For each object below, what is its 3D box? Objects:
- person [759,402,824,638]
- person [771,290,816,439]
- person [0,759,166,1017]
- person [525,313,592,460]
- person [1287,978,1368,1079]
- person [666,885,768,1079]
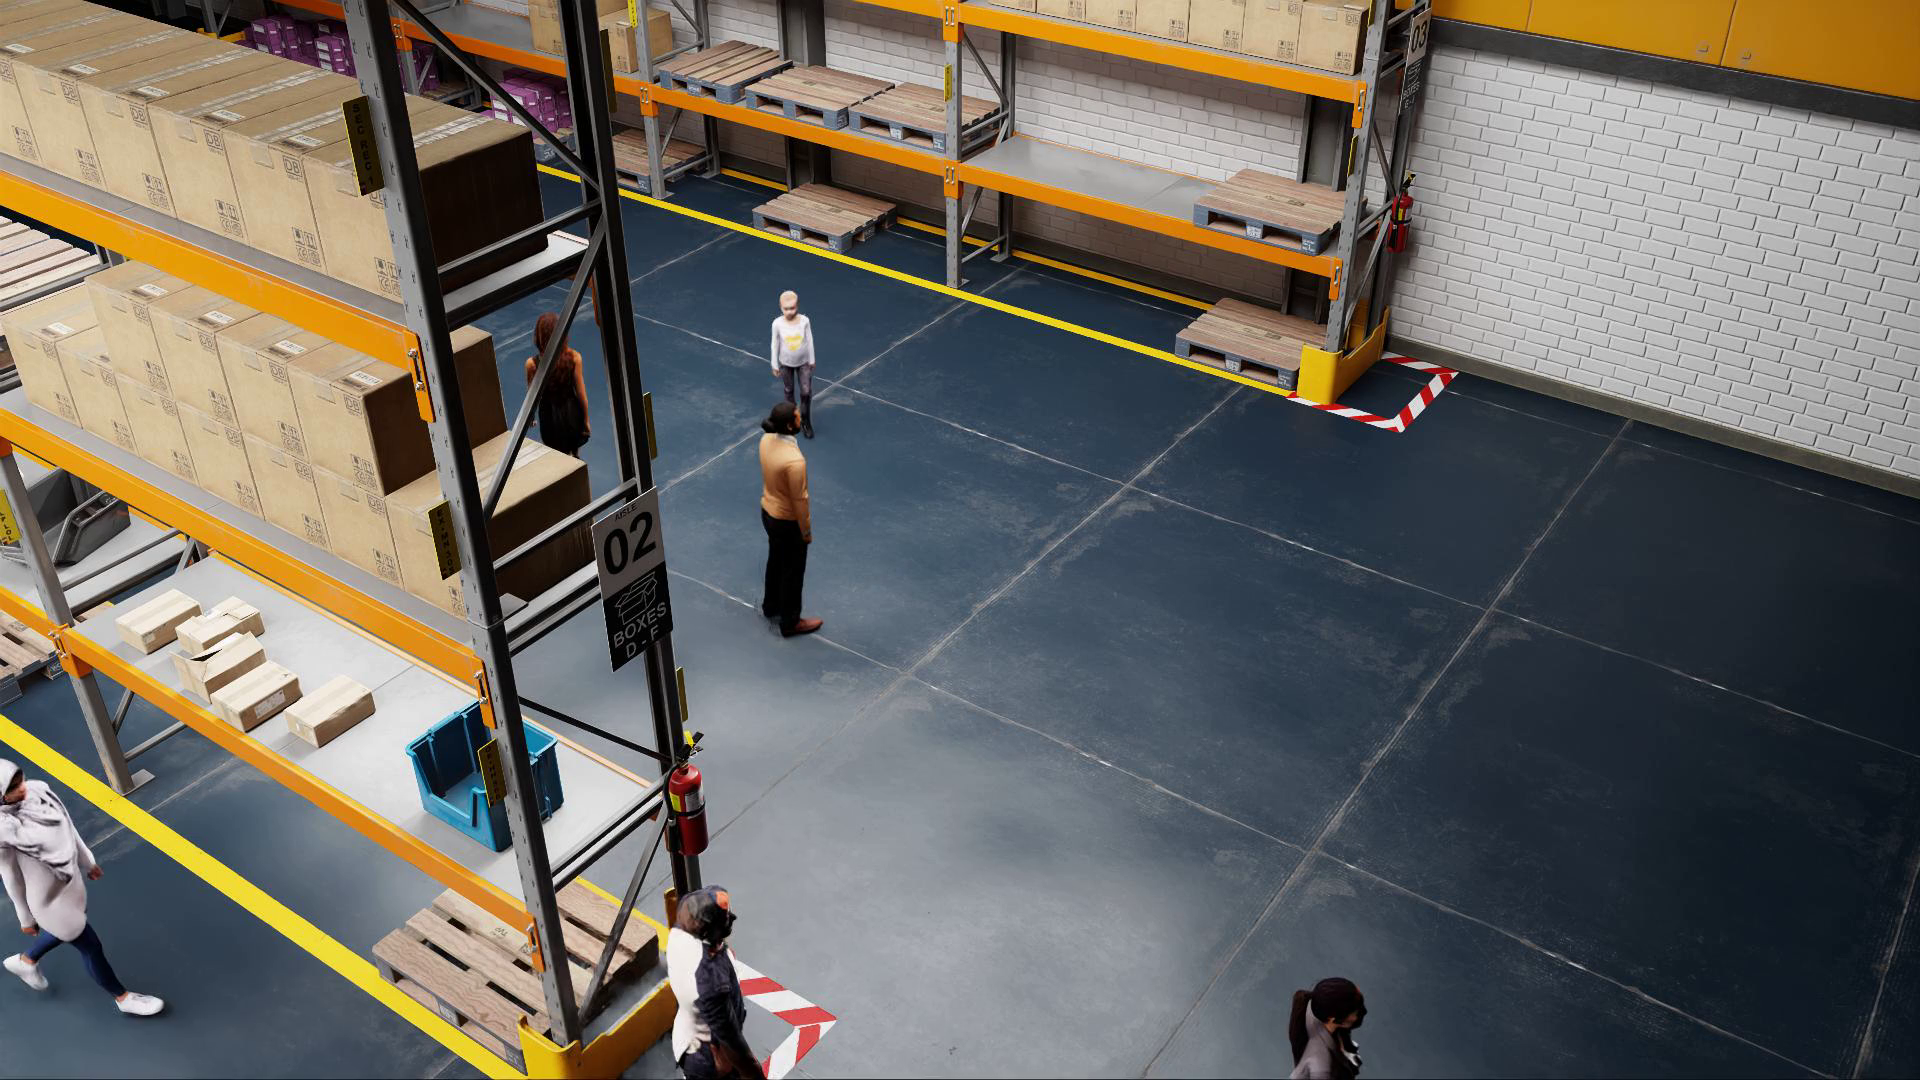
[{"bbox_3d":[-1.202,-0.148,11.369,0.789,1.746,0.637,-19,38,-27],"label":"person"},{"bbox_3d":[-1.387,-1.513,13.855,0.672,1.269,0.731,-5,34,-8],"label":"person"},{"bbox_3d":[-4.687,1.777,8.468,1.178,1.753,0.971,3,34,4],"label":"person"},{"bbox_3d":[-2.900,-0.754,12.240,0.901,1.792,1.188,-17,37,-24],"label":"person"},{"bbox_3d":[1.552,2.543,7.384,0.740,1.677,0.720,2,34,4],"label":"person"},{"bbox_3d":[-1.226,2.324,7.563,1.216,1.843,1.216,-10,35,-14],"label":"person"}]
